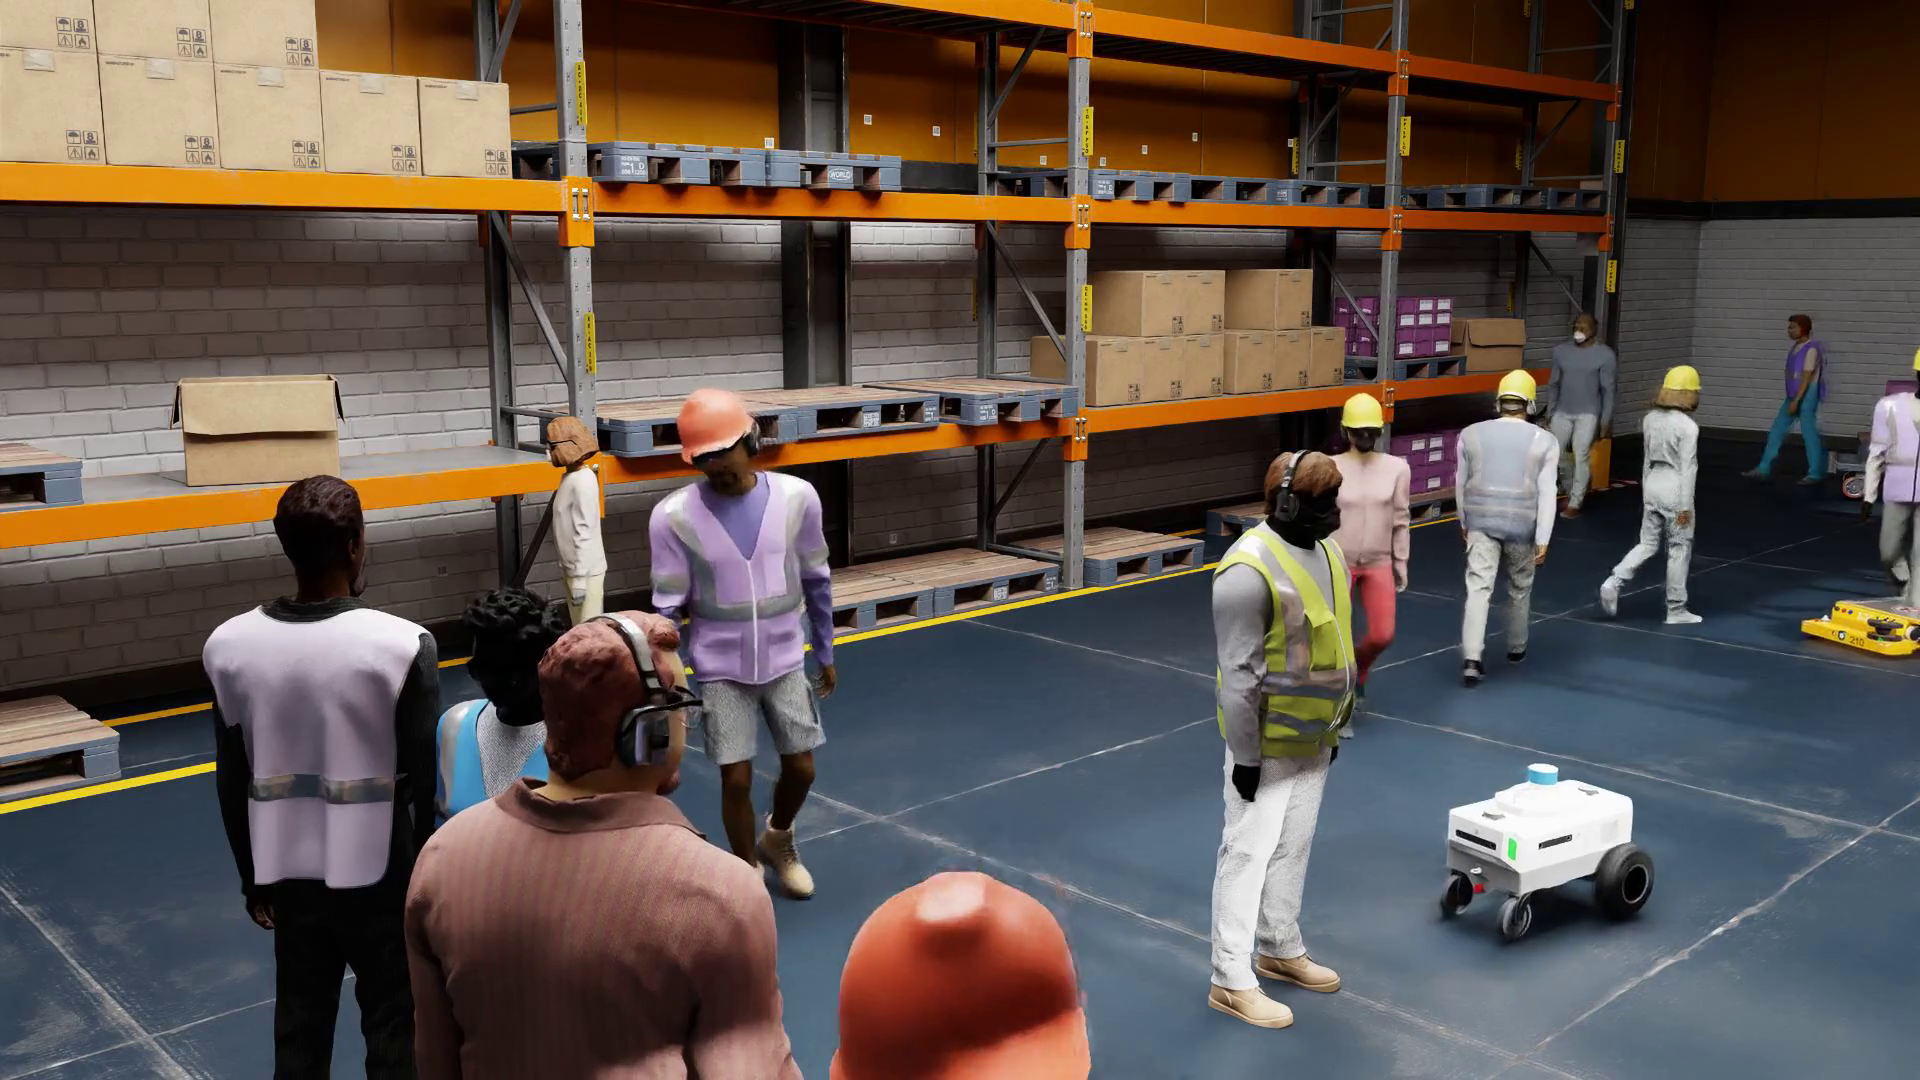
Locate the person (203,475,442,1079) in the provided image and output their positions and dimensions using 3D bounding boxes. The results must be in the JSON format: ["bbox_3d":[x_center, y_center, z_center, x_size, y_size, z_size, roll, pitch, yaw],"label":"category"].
[{"bbox_3d":[-1.491,0.798,4.017,0.592,1.922,0.392,1,10,8],"label":"person"}]

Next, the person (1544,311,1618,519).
[{"bbox_3d":[5.736,-1.152,15.418,0.659,1.926,0.462,9,13,43],"label":"person"}]

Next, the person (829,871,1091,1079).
[{"bbox_3d":[0.010,1.223,1.650,0.547,1.878,1.000,1,10,5],"label":"person"}]

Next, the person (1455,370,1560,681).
[{"bbox_3d":[3.136,-0.085,9.614,0.582,1.787,0.931,5,11,25],"label":"person"}]

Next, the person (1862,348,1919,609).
[{"bbox_3d":[6.089,-0.311,10.557,0.596,1.906,0.789,7,12,37],"label":"person"}]

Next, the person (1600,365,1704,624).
[{"bbox_3d":[4.606,-0.286,10.915,0.652,1.725,0.493,-4,10,-20],"label":"person"}]

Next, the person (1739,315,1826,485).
[{"bbox_3d":[8.793,-1.471,17.654,0.902,1.805,0.572,0,10,2],"label":"person"}]

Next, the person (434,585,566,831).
[{"bbox_3d":[-1.004,0.933,3.894,0.531,1.692,0.320,3,10,17],"label":"person"}]

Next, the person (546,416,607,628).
[{"bbox_3d":[-1.945,0.183,8.483,0.271,1.627,0.496,-4,11,-23],"label":"person"}]

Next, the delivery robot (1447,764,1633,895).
[{"bbox_3d":[2.140,1.071,6.139,0.707,0.478,0.477,-6,11,-31],"label":"delivery robot"}]

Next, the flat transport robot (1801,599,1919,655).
[{"bbox_3d":[6.144,0.515,10.500,1.431,0.197,0.652,-3,10,-17],"label":"flat transport robot"}]

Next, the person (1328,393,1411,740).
[{"bbox_3d":[2.004,0.123,8.447,0.540,1.753,0.451,0,10,-2],"label":"person"}]

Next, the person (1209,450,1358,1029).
[{"bbox_3d":[1.043,0.621,5.329,0.431,1.835,0.624,8,13,39],"label":"person"}]

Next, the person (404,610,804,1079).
[{"bbox_3d":[-0.513,1.049,2.595,0.651,1.904,0.403,4,11,24],"label":"person"}]

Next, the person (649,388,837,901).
[{"bbox_3d":[-0.764,0.436,5.917,0.665,1.997,0.682,-3,10,-18],"label":"person"}]
